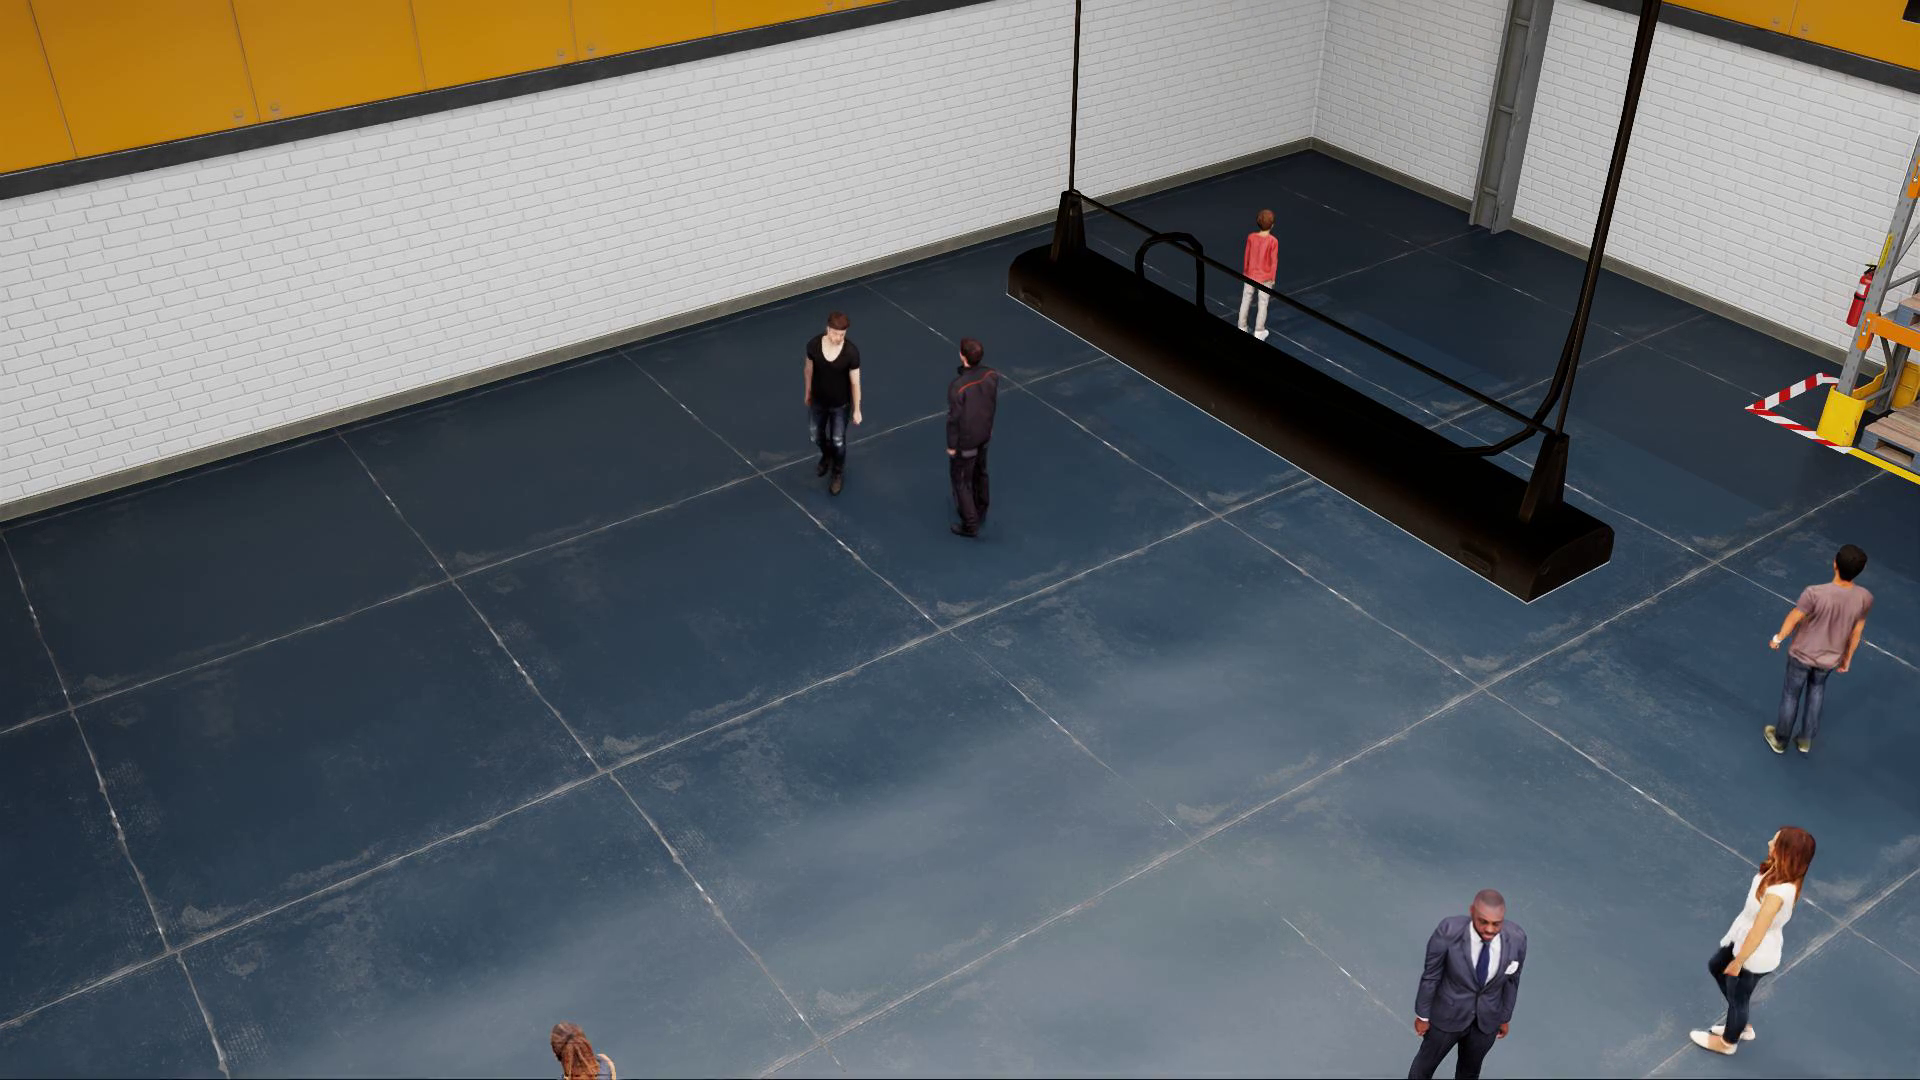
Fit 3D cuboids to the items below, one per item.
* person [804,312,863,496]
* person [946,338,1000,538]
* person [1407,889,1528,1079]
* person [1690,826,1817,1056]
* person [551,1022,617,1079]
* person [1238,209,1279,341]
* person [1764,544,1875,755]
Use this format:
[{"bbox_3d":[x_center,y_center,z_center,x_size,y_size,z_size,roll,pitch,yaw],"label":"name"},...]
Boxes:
[{"bbox_3d":[-1.140,-1.259,14.811,1.011,1.854,1.066,13,36,18],"label":"person"},{"bbox_3d":[0.109,-0.890,14.263,0.772,1.847,0.722,-29,43,-36],"label":"person"},{"bbox_3d":[2.740,2.579,9.066,0.792,1.824,0.822,1,34,2],"label":"person"},{"bbox_3d":[4.619,2.339,9.467,0.719,1.778,0.705,19,38,26],"label":"person"},{"bbox_3d":[-1.792,3.128,8.381,1.205,1.667,0.733,28,43,35],"label":"person"},{"bbox_3d":[3.146,-2.795,17.522,0.548,1.413,0.654,19,38,26],"label":"person"},{"bbox_3d":[6.058,0.838,11.732,0.762,1.772,0.806,3,34,4],"label":"person"}]
